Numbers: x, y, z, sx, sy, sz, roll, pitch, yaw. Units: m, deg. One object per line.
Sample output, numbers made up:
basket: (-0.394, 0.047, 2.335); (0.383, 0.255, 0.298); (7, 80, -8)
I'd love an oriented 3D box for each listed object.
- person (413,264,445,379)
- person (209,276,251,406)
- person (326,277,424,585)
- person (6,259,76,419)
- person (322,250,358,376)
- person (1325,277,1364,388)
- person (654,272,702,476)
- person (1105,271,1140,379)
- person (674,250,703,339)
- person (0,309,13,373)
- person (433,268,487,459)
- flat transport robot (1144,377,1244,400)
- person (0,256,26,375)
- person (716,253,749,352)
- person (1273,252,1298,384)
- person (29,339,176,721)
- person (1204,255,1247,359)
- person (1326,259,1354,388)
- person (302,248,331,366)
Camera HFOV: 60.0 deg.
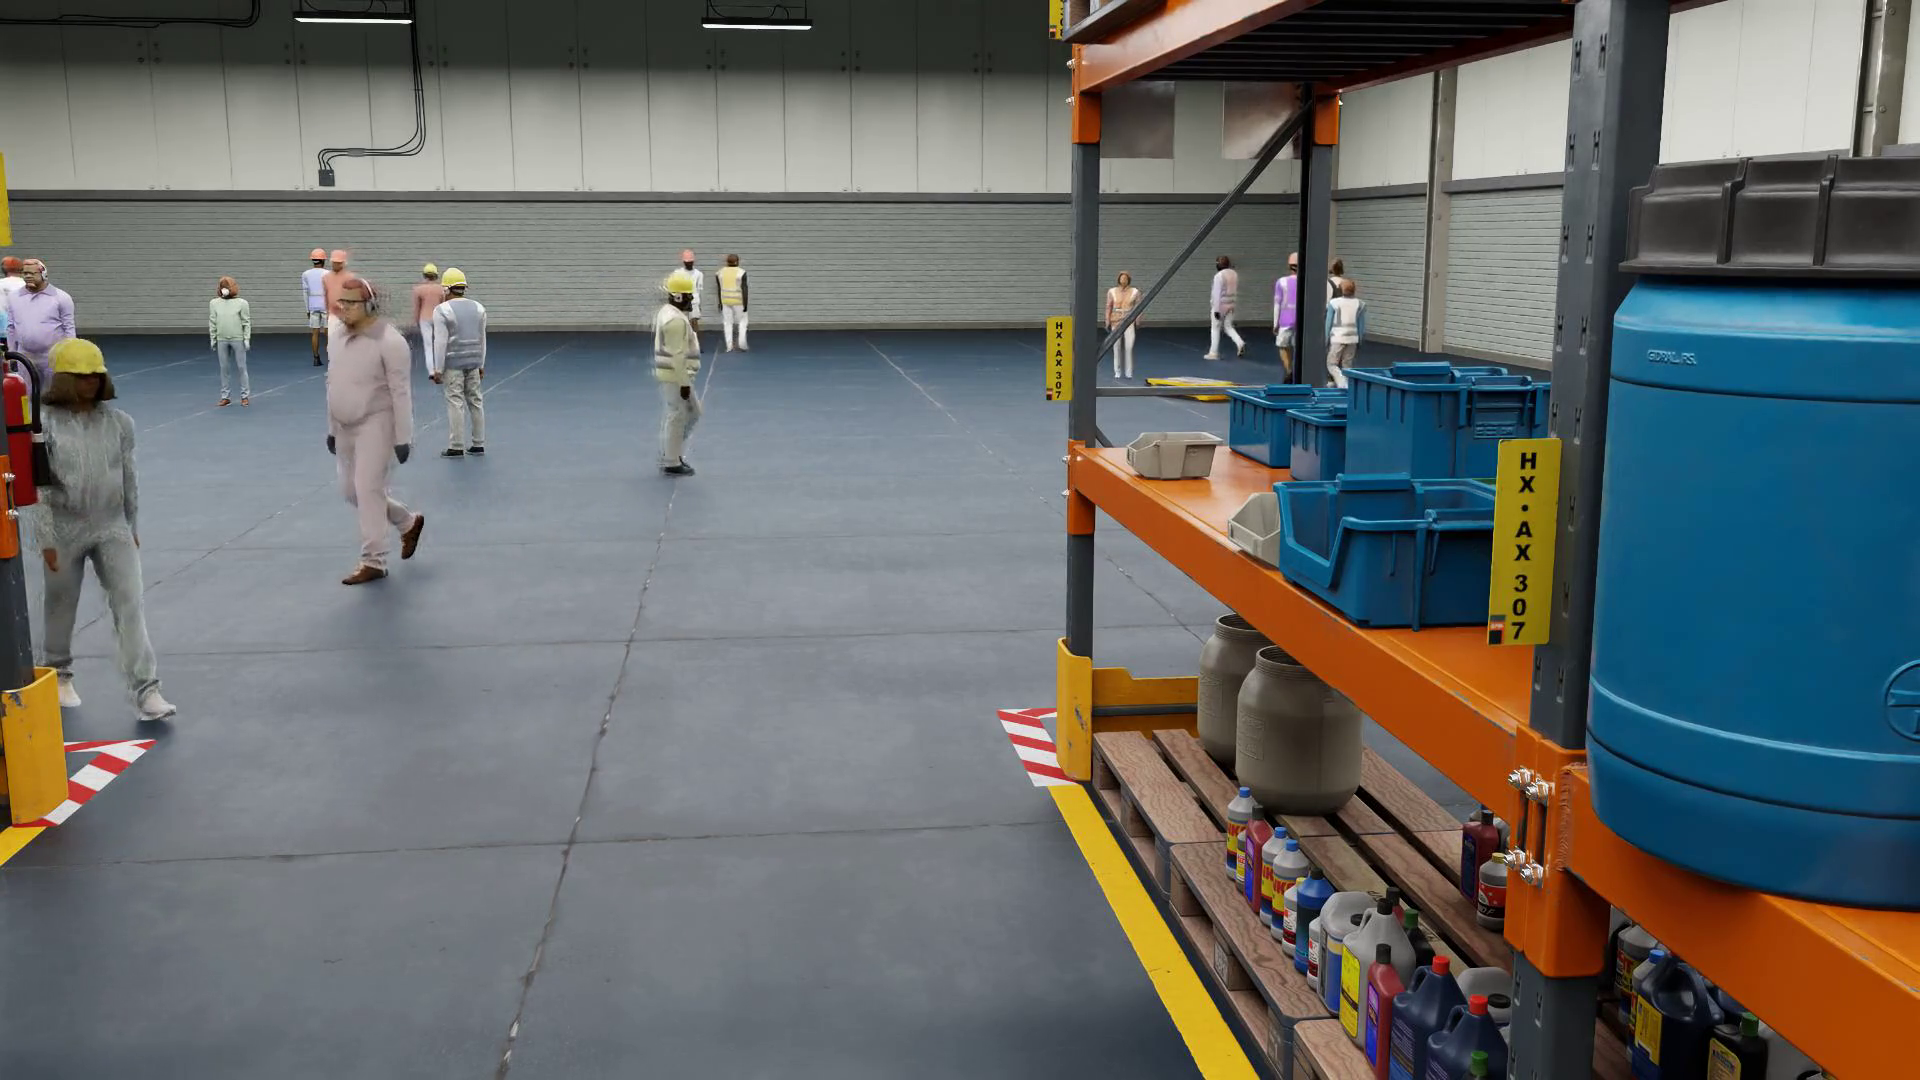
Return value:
person: (-7.987, -3.306, 25.165); (0.532, 1.724, 0.884); (-3, 11, -16)
person: (-9.215, -2.505, 21.012); (0.500, 1.636, 0.284); (-1, 10, -5)
person: (-3.666, -0.699, 10.424); (0.652, 1.887, 0.685); (7, 12, 33)
person: (-9.224, -1.853, 16.692); (0.638, 1.911, 0.406); (-1, 10, -8)
person: (-9.569, -3.533, 25.835); (0.616, 1.946, 1.040); (1, 10, 3)
person: (4.870, -2.501, 21.020); (0.530, 1.622, 0.464); (-2, 11, -11)
person: (-2.492, -1.464, 14.807); (0.431, 1.814, 0.619); (-3, 11, -15)
person: (2.438, -3.217, 24.996); (0.530, 1.611, 0.758); (1, 10, 7)
person: (-5.010, -4.405, 30.729); (0.538, 1.905, 0.947); (-2, 11, -13)
person: (-10.246, -1.878, 17.431); (0.543, 1.681, 0.475); (0, 10, -1)
person: (-4.842, -1.700, 16.062); (0.403, 1.833, 0.586); (7, 13, 34)
flat transport robot: (3.104, -2.030, 22.154); (0.652, 0.197, 1.431); (-6, 12, -30)
person: (-12.730, -2.875, 22.404); (0.437, 1.864, 0.601); (6, 12, 29)
person: (-4.198, -4.414, 30.985); (0.629, 1.827, 0.565); (2, 11, 13)
person: (4.617, -3.011, 22.997); (0.555, 1.924, 0.550); (0, 10, 2)
person: (-3.857, -0.043, 7.369); (0.940, 1.692, 0.499); (9, 14, 40)
person: (4.604, -4.030, 28.861); (0.636, 1.827, 0.700); (-10, 14, -43)
person: (5.335, -3.103, 23.832); (0.513, 1.809, 0.899); (0, 10, 0)
person: (-10.549, -3.836, 27.485); (0.545, 1.938, 0.362); (0, 10, 2)
